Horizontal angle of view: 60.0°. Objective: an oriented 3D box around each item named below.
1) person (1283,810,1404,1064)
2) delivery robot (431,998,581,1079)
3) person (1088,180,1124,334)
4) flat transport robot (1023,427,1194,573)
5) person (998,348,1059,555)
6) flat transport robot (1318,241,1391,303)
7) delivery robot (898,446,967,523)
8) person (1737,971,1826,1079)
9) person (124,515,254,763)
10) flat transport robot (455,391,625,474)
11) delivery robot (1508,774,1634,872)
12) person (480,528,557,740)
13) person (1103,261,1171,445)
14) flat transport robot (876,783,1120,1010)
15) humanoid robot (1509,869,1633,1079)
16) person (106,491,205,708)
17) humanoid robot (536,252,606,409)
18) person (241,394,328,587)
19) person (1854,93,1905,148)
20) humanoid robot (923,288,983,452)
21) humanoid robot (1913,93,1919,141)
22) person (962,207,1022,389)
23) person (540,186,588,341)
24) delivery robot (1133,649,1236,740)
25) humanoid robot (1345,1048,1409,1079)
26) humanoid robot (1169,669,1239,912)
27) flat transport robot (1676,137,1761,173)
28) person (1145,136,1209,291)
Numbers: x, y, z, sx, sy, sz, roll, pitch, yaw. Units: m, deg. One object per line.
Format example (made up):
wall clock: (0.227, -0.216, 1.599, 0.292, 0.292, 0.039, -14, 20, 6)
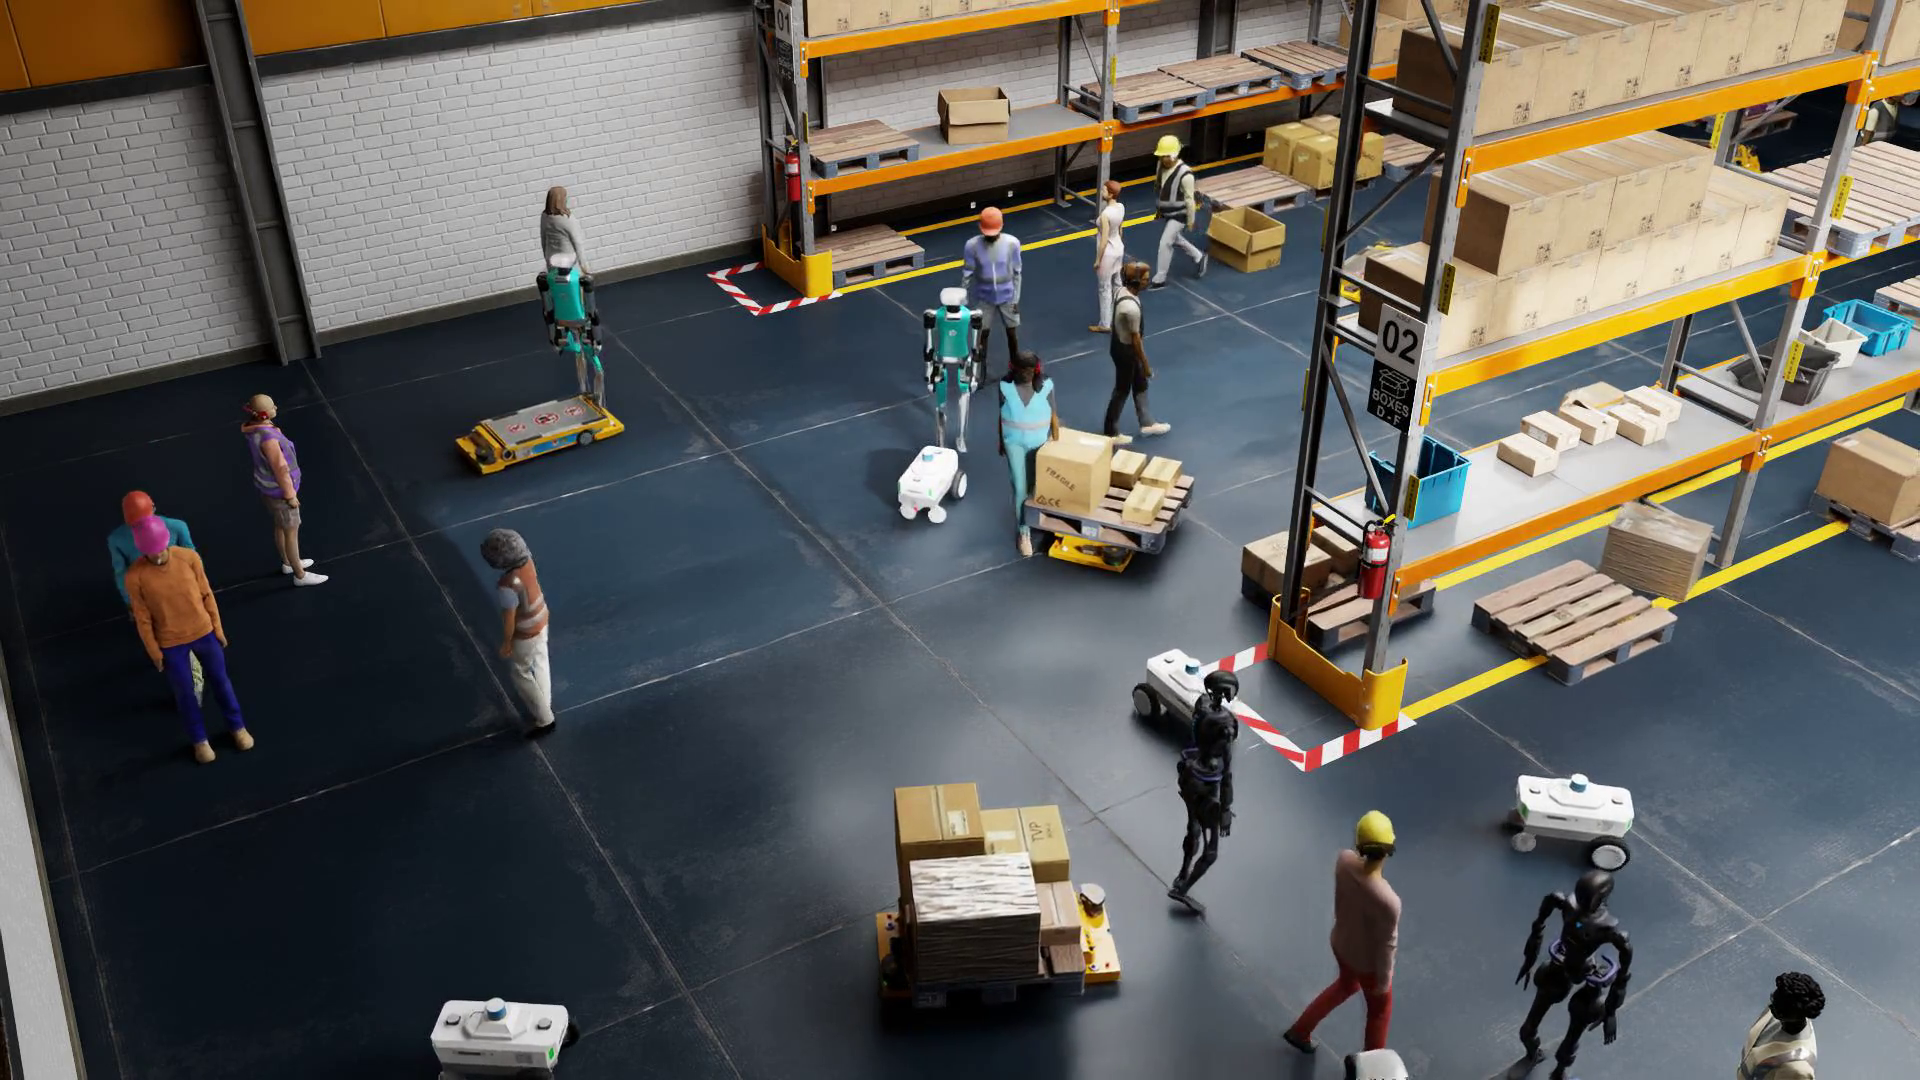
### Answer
person: (2.158, 2.249, 9.127, 0.622, 1.715, 0.563, -11, 34, -17)
delivery robot: (-2.541, 2.822, 9.330, 0.809, 0.611, 0.499, 2, 32, 3)
person: (1.561, -2.995, 17.547, 0.274, 1.661, 0.459, 19, 37, 28)
flat transport robot: (1.317, -0.201, 14.405, 0.659, 0.231, 1.431, 13, 34, 20)
person: (0.571, -0.858, 13.988, 0.539, 1.821, 0.864, -1, 32, -1)
flat transport robot: (4.720, -3.040, 18.931, 0.659, 0.231, 1.431, 23, 39, 32)
delivery robot: (-0.271, -0.532, 14.656, 0.499, 0.587, 0.758, 11, 34, 17)
person: (4.012, 2.791, 8.295, 0.319, 1.693, 0.531, 8, 33, 12)
person: (-5.337, 0.662, 11.432, 0.517, 1.973, 0.401, -22, 38, -31)
flat transport robot: (-3.967, -1.024, 15.717, 1.431, 0.231, 0.659, -21, 38, -29)
delivery robot: (4.042, 1.811, 10.941, 0.807, 0.609, 0.499, 6, 33, 10)
person: (-3.076, 0.632, 11.760, 0.351, 1.671, 0.572, 7, 33, 11)
person: (1.679, -1.694, 15.326, 0.728, 1.820, 0.524, 2, 32, 3)
flat transport robot: (0.219, 2.452, 10.174, 1.431, 0.231, 0.659, -3, 32, -5)
humanoid robot: (3.299, 2.389, 8.957, 0.324, 1.648, 0.609, -25, 40, -34)
person: (-5.836, 0.347, 12.183, 0.566, 1.694, 0.899, -9, 33, -13)
humanoid robot: (-3.617, -1.972, 15.875, 0.531, 1.819, 0.744, 2, 32, 3)
person: (-5.474, -0.405, 13.387, 0.349, 1.693, 0.492, -23, 39, -32)
person: (10.999, -4.675, 20.067, 0.562, 1.837, 0.380, -20, 37, -29)
humanoid robot: (-0.064, -1.546, 15.245, 0.543, 1.837, 0.801, 0, 32, 0)
humanoid robot: (13.504, -6.237, 22.712, 0.588, 1.646, 0.456, -5, 32, -7)
person: (0.346, -2.403, 16.369, 0.697, 1.911, 0.539, 1, 32, 2)
person: (-4.120, -2.894, 17.386, 0.485, 1.658, 0.342, 12, 34, 18)
delivery robot: (1.655, 1.114, 12.026, 0.499, 0.582, 0.773, -18, 36, -26)
humanoid robot: (1.683, 3.093, 7.753, 0.664, 1.784, 0.532, -8, 33, -13)
humanoid robot: (1.492, 1.530, 10.324, 0.415, 1.645, 0.601, -8, 33, -12)
flat transport robot: (9.958, -5.175, 22.337, 1.431, 0.231, 0.659, 9, 33, 14)
person: (2.458, -3.677, 18.539, 0.834, 1.778, 0.596, -13, 34, -20)
